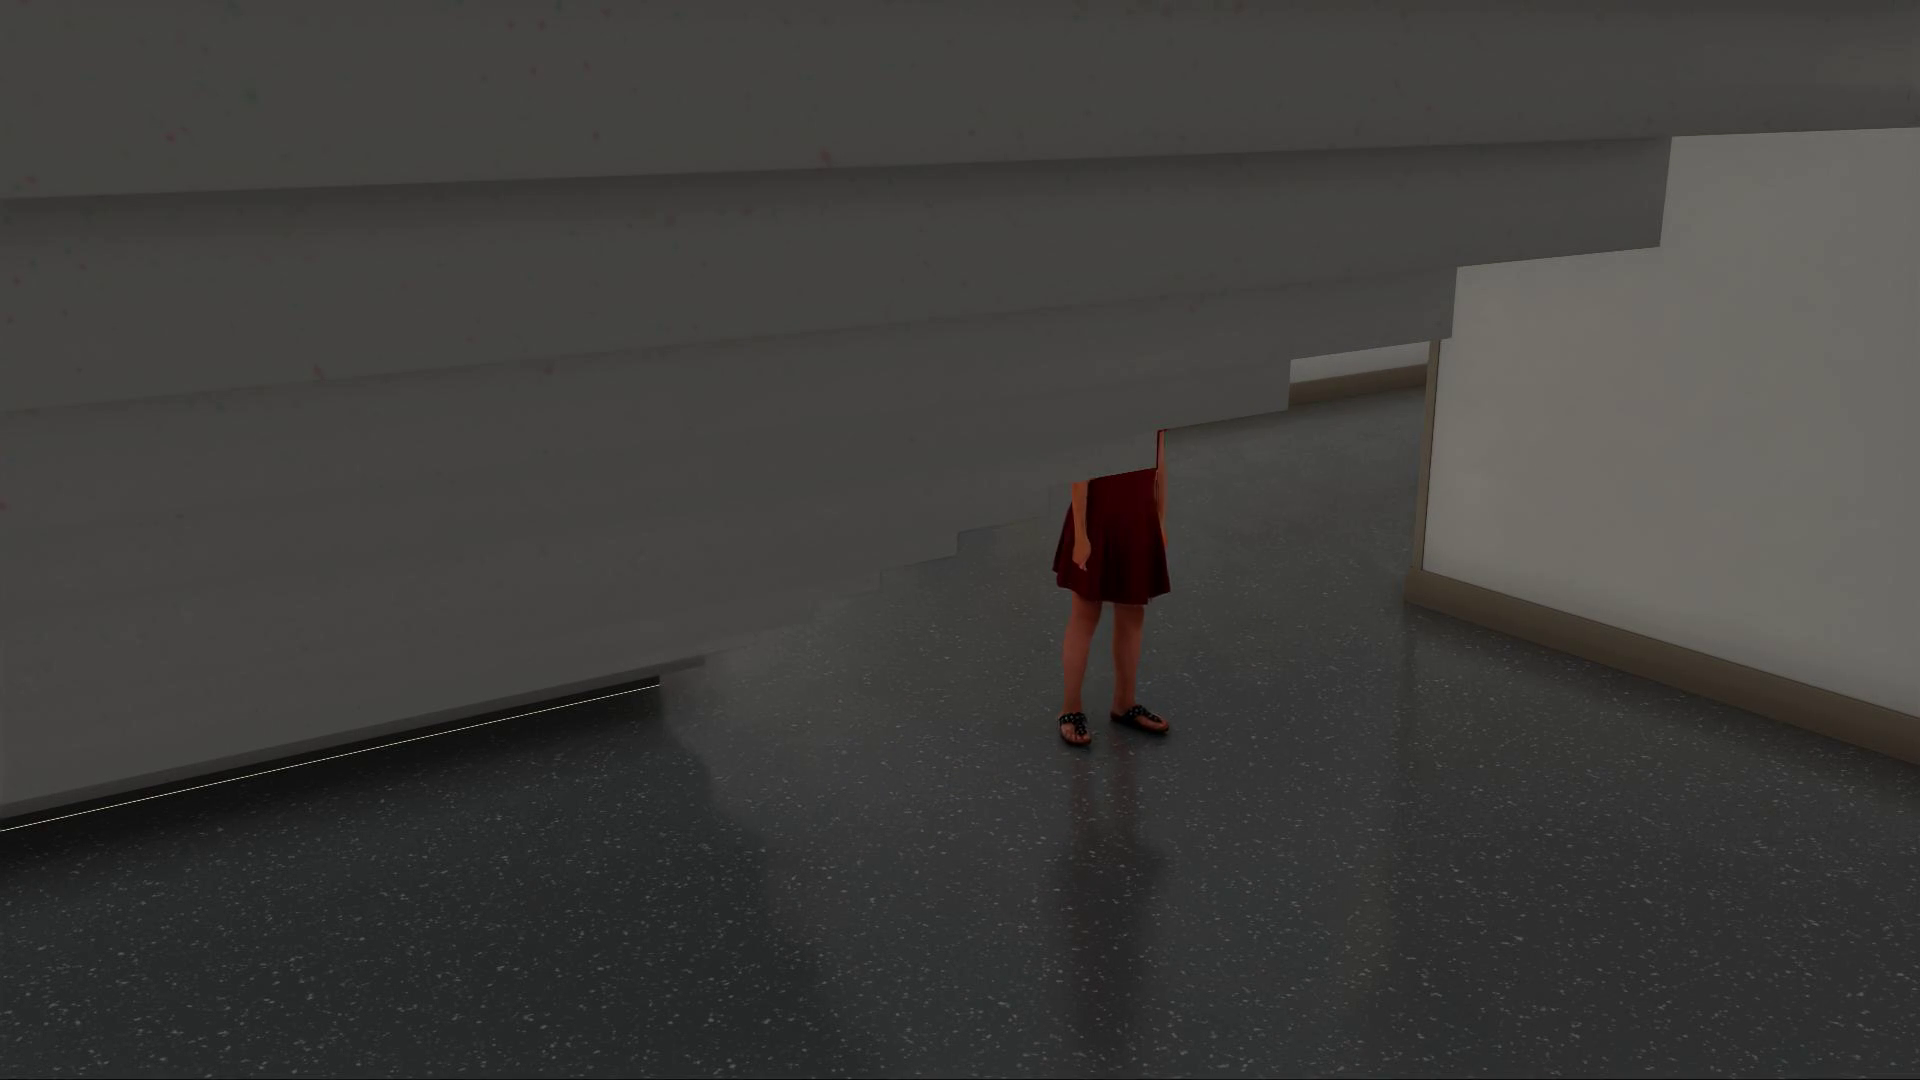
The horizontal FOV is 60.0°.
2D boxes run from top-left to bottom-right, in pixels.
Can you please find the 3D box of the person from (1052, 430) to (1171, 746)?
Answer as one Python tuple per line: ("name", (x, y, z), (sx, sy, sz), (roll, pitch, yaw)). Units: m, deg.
("person", (0.546, -0.072, 5.757), (0.606, 1.552, 0.646), (-9, 18, -29))
